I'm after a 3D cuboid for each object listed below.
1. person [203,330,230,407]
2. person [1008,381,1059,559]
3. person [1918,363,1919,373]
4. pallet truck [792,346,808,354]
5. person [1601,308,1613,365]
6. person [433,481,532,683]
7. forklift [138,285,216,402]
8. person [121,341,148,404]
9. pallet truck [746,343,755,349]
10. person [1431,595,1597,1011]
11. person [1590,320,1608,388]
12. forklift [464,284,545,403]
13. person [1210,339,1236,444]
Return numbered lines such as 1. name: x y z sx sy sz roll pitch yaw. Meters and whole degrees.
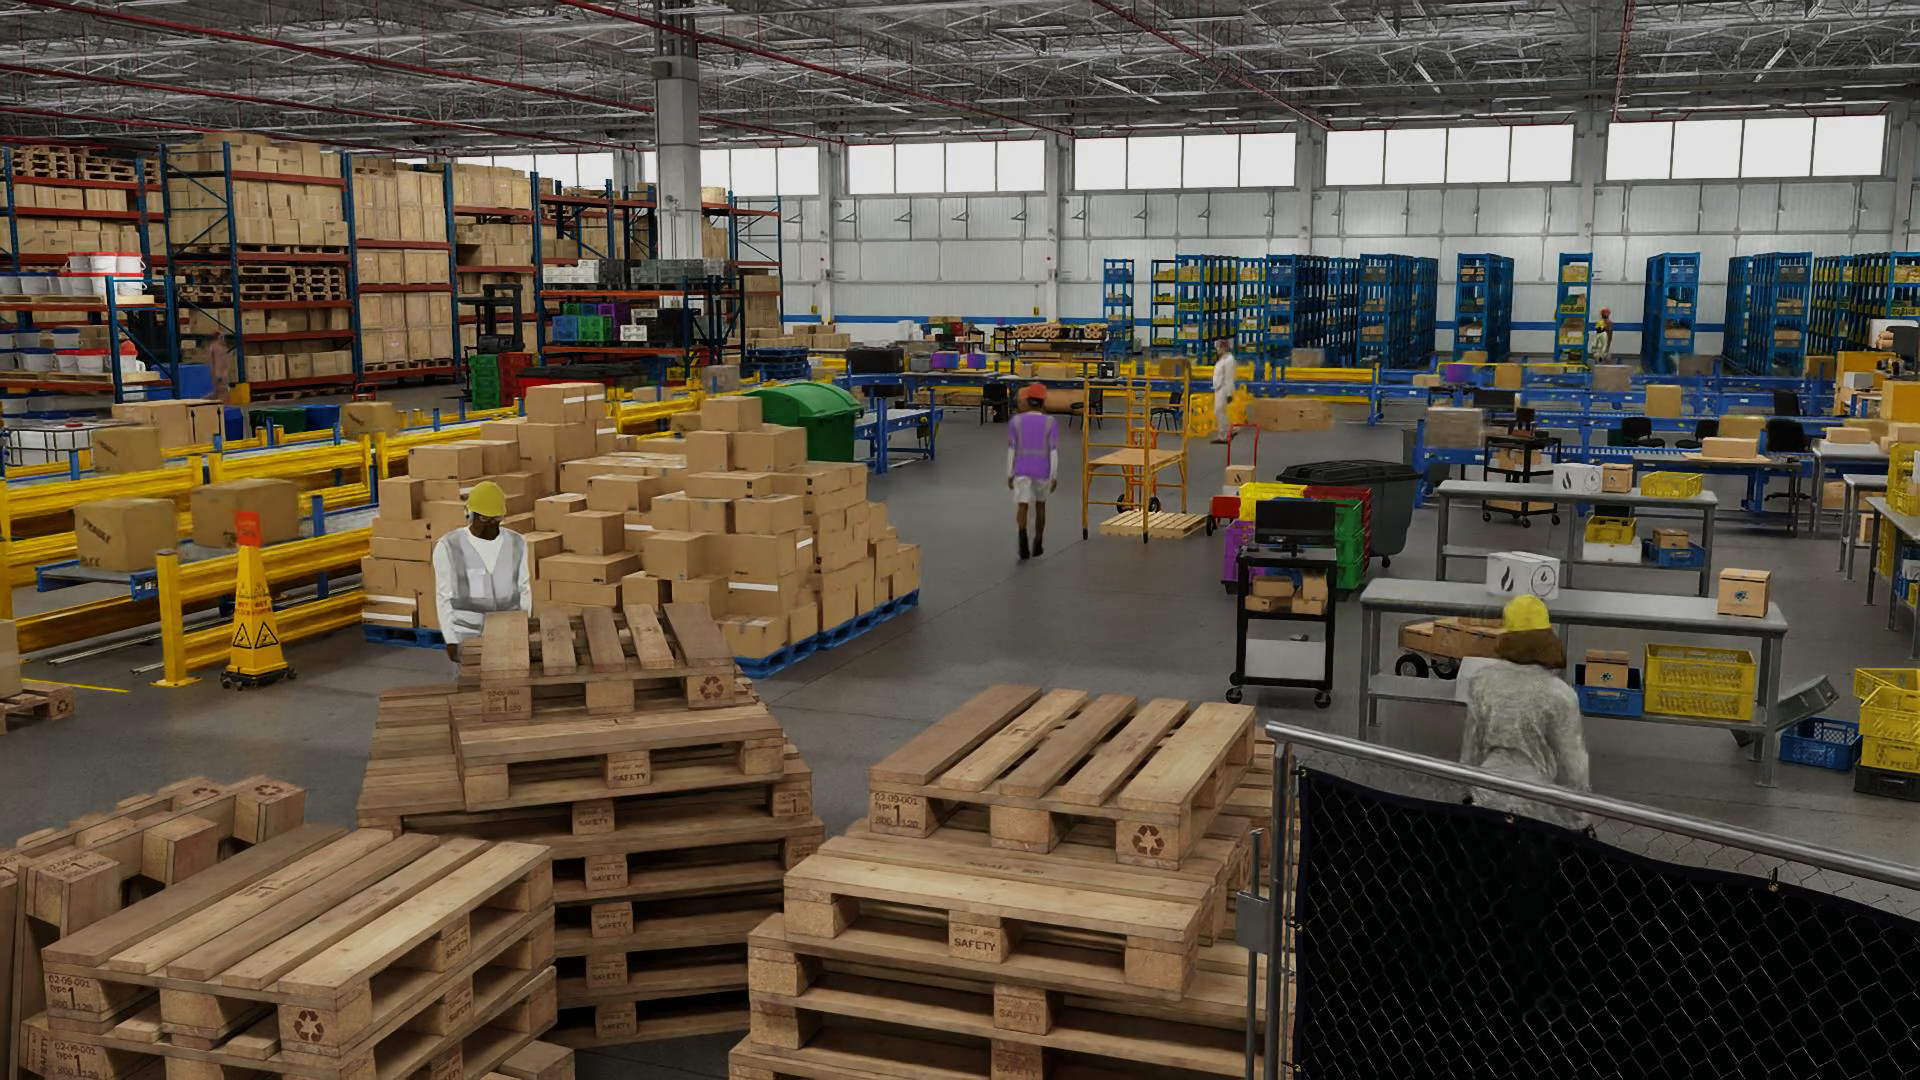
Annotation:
1. person: -15.887 -3.540 35.474 0.739 1.883 0.659 -5 11 -31
2. person: 0.776 -0.735 17.737 0.552 1.913 0.776 1 9 8
3. person: 20.735 -3.581 35.446 0.597 1.970 1.050 -3 9 -17
4. pallet truck: -3.705 -4.298 42.022 0.653 1.274 1.630 3 10 20
5. person: 20.459 -6.349 52.734 0.400 1.989 0.623 0 9 -1
6. person: -2.855 0.543 10.040 0.580 1.816 0.422 -6 11 -34
7. forklift: -17.480 -4.200 36.461 1.873 2.768 1.129 3 10 19
8. person: -14.112 -2.429 28.343 0.388 1.930 0.539 8 12 43
9. pallet truck: -6.183 -4.618 44.264 1.601 1.201 0.680 -9 12 -43
10. person: 2.291 1.098 6.832 0.448 1.727 0.617 -7 11 -36
11. person: 17.104 -4.957 44.495 0.404 1.833 0.589 1 9 7
12. forklift: -10.832 -4.702 39.610 1.129 2.768 1.873 3 10 20
13. person: 4.682 -2.642 29.776 0.436 1.888 0.667 -1 9 -7
